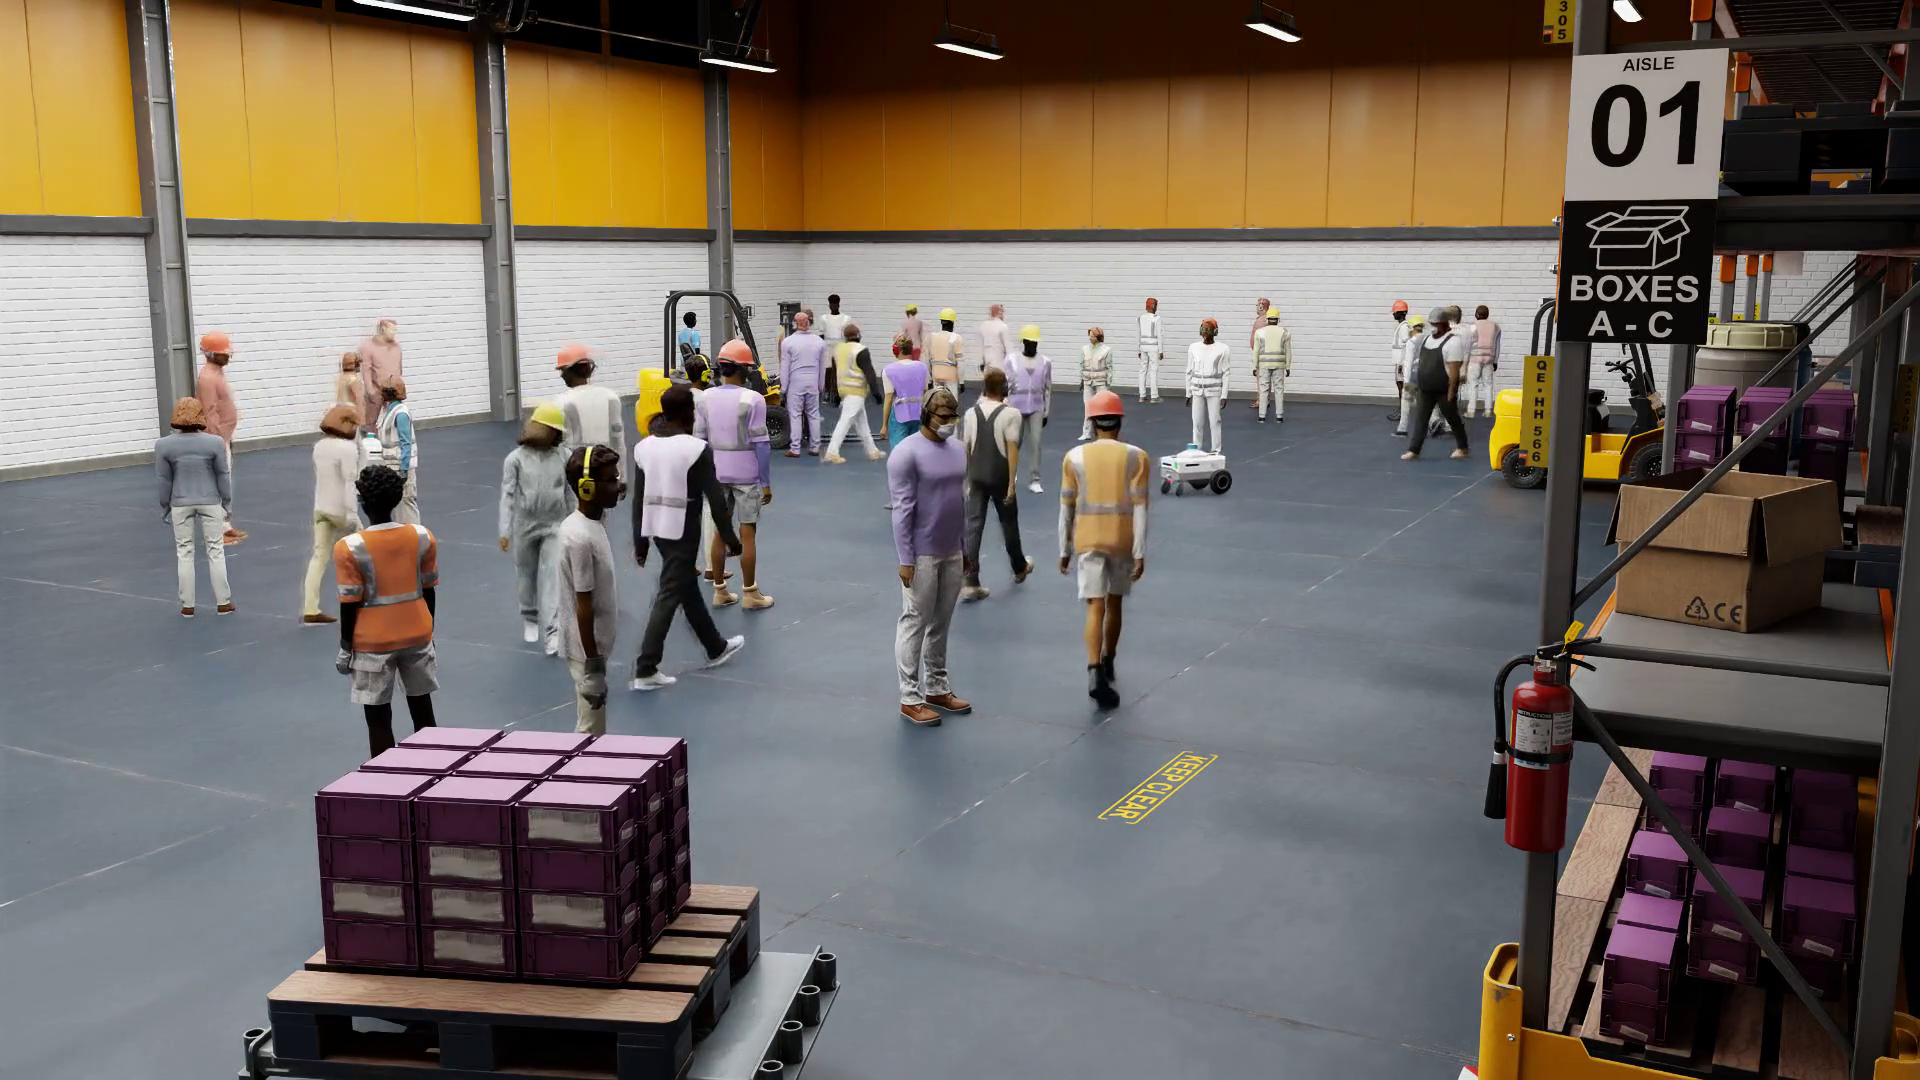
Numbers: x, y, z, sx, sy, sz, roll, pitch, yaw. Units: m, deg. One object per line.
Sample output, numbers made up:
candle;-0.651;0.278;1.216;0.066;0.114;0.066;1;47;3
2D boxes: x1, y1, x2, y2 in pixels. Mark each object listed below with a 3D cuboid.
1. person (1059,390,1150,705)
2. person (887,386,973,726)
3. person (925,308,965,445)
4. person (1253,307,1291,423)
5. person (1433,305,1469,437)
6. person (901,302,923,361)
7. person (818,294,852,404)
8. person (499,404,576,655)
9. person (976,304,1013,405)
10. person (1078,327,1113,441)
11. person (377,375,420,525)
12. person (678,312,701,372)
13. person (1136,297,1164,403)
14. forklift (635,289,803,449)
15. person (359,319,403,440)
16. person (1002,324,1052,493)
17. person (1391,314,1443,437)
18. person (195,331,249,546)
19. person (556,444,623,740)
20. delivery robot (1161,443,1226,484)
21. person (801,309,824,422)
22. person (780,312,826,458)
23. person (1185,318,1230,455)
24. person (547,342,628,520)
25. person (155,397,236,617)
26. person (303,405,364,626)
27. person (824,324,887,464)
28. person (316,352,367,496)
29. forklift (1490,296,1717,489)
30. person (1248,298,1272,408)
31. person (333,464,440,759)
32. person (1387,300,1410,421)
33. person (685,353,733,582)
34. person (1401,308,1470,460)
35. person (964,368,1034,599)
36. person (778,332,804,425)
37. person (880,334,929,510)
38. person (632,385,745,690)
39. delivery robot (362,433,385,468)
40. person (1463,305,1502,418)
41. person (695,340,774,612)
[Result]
person;0.869;0.035;10.094;0.557;1.866;1.028;1;10;5
person;-0.152;0.081;9.573;0.371;1.934;0.627;7;12;36
person;-0.190;-2.241;23.031;0.592;1.925;0.385;6;11;29
person;4.928;-2.756;26.297;0.602;1.827;0.404;1;10;6
person;7.176;-2.473;24.388;0.377;1.932;0.632;-6;11;-30
person;-0.940;-3.630;31.579;0.542;1.750;0.367;-8;13;-39
person;-2.212;-3.382;29.550;0.608;1.957;0.401;0;10;3
person;-2.840;-0.078;11.230;0.537;1.671;0.941;-4;11;-24
person;0.569;-2.957;27.390;0.982;1.872;0.651;-7;12;-36
person;1.939;-2.221;23.756;0.513;1.637;0.313;6;11;31
person;-4.882;-0.620;14.493;0.315;1.636;0.515;-6;11;-30
person;-4.557;-3.015;28.179;0.318;1.697;0.534;-10;14;-44
person;3.424;-3.410;29.918;0.573;1.887;0.355;9;14;43
forklift;-3.358;-2.392;23.136;2.313;2.155;1.214;-1;10;-5
person;-7.371;-1.899;21.305;1.027;1.837;0.656;9;13;41
person;0.742;-1.510;18.893;0.596;1.900;0.797;-2;10;-11
person;6.654;-2.370;24.126;0.620;1.803;0.689;-9;13;-41
person;-6.867;-0.934;15.372;0.420;1.968;0.651;-4;10;-20
person;-1.598;0.515;7.265;0.310;1.863;0.532;-2;10;-13
delivery robot;2.605;-0.836;18.594;0.707;0.478;0.477;-5;11;-26
person;-2.539;-2.756;26.416;0.664;1.804;0.642;-3;10;-15
person;-2.084;-2.039;21.926;0.645;1.906;0.405;-6;11;-31
person;3.063;-1.810;20.661;0.574;1.884;0.356;6;11;31
person;-2.807;-0.457;12.434;0.570;2.017;0.650;9;13;43
person;-5.649;-0.241;12.301;0.498;1.634;0.280;-3;10;-18
person;-4.490;-0.195;12.156;0.517;1.581;0.844;6;12;32
person;-1.382;-1.874;21.368;0.988;1.777;0.640;-7;12;-34
person;-6.805;-1.259;18.312;0.652;1.598;0.594;-8;13;-40
forklift;7.296;-1.677;18.993;2.313;2.155;1.214;5;11;27
person;5.229;-3.234;28.844;0.408;1.908;0.643;5;11;28
person;-2.716;0.485;7.915;0.320;1.698;0.531;8;13;40
person;7.041;-2.870;26.657;0.370;1.931;0.552;2;10;9
person;-2.134;-0.592;13.654;0.539;1.869;0.313;5;11;25
person;6.279;-2.057;21.642;1.016;2.000;0.694;-6;11;-30
person;0.263;-0.456;13.124;0.526;1.773;1.064;5;11;25
person;-2.644;-2.659;25.926;0.320;1.765;0.533;-6;11;-31
person;-0.572;-1.225;17.379;0.563;1.847;0.389;-7;12;-37
person;-1.722;-0.035;10.453;0.588;1.863;1.016;8;13;39
delivery robot;-6.991;-1.027;19.703;0.707;0.478;0.477;-1;10;-7
person;8.494;-2.912;27.167;0.634;1.841;0.429;-1;10;-8
person;-1.677;-0.482;12.519;0.616;2.040;0.382;5;11;25
